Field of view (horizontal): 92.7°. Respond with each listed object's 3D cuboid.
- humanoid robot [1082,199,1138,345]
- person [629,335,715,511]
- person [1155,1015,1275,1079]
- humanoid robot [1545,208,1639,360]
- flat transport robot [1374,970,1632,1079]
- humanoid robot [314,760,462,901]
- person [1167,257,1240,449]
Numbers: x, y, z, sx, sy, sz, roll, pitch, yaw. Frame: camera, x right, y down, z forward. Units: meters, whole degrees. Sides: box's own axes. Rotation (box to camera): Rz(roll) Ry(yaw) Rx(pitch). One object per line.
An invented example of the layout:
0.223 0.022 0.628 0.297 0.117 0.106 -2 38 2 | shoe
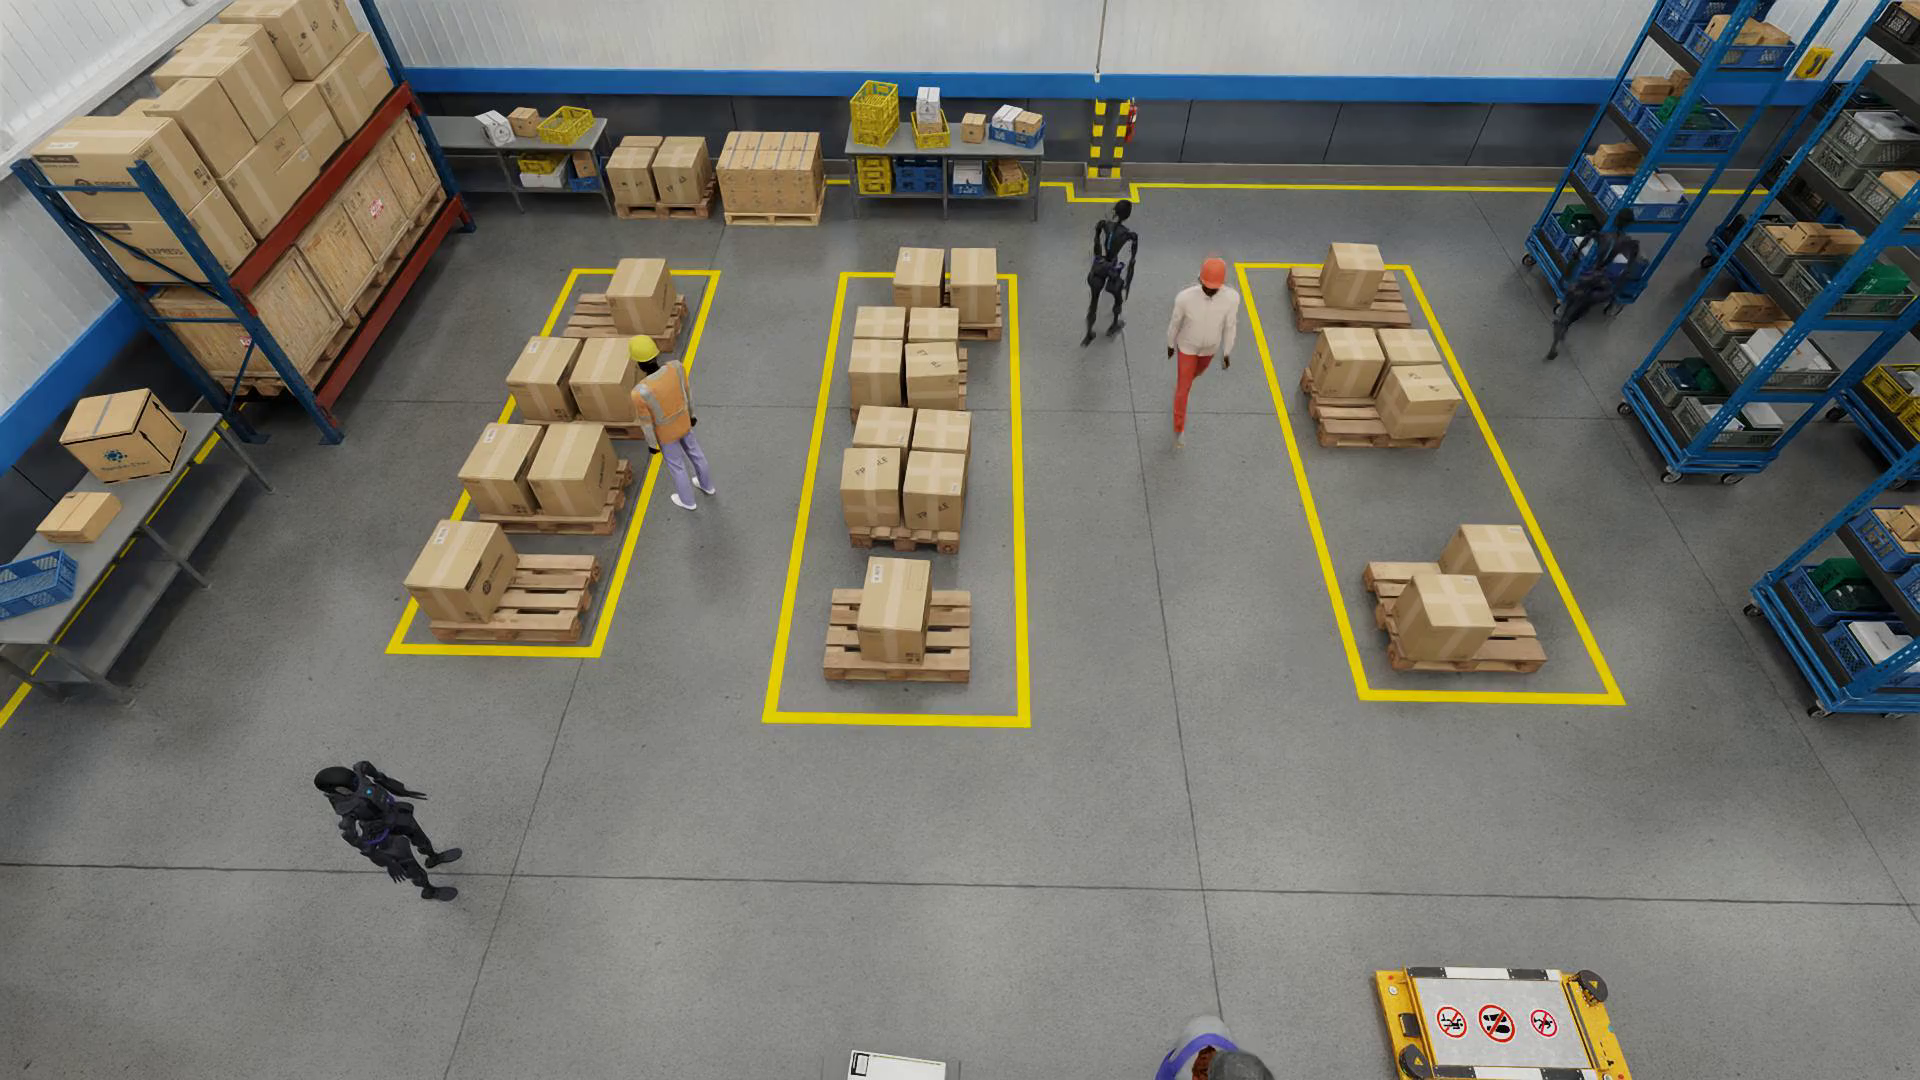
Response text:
1.632 -2.908 9.963 0.571 1.625 0.671 26 55 20 | humanoid robot
-2.617 -1.041 8.274 0.397 1.919 0.579 26 55 19 | person
1.285 3.030 4.874 0.536 2.000 0.679 14 52 11 | person
6.767 -2.721 9.830 0.563 1.632 0.729 18 53 14 | humanoid robot
3.501 3.133 5.914 1.431 0.197 0.652 1 51 1 | flat transport robot
-3.732 1.892 6.026 0.320 1.657 0.611 -9 51 -7 | humanoid robot
2.332 -1.942 8.982 0.603 1.954 0.994 -1 51 -1 | person
